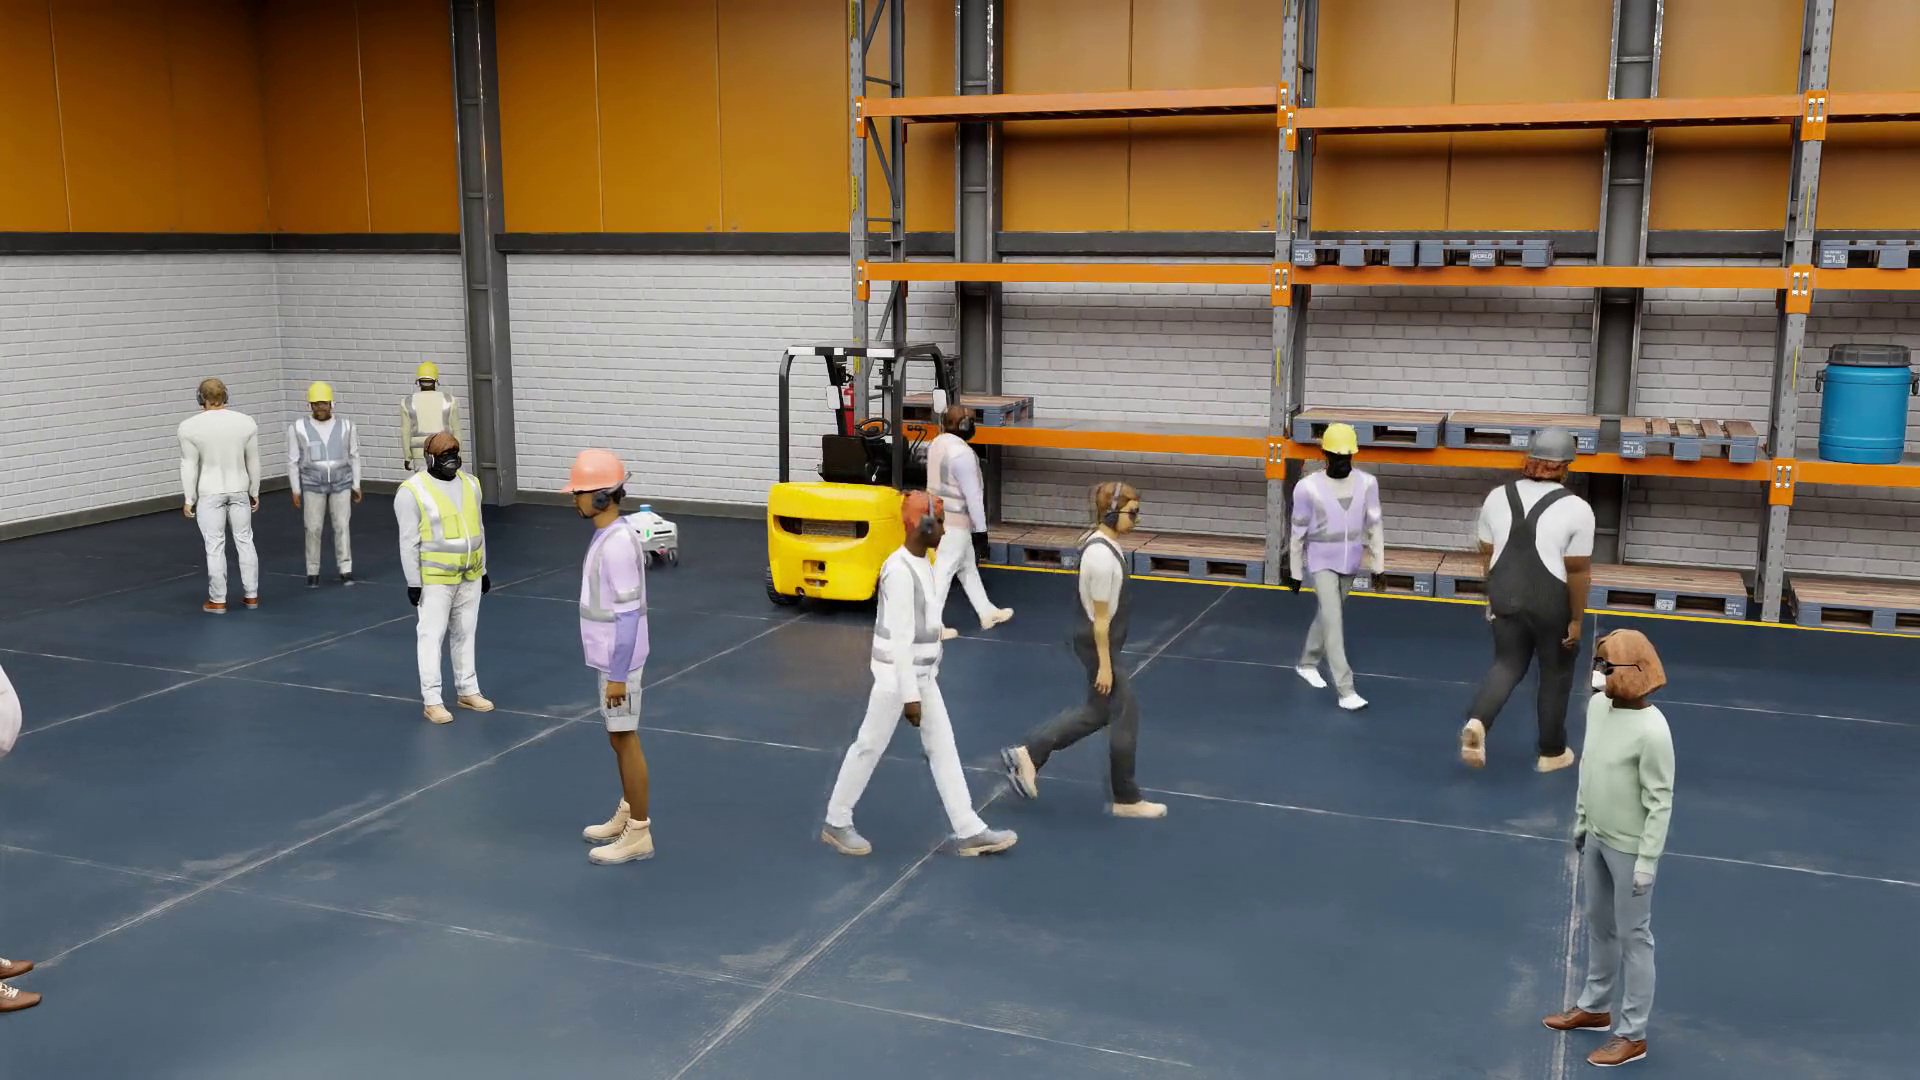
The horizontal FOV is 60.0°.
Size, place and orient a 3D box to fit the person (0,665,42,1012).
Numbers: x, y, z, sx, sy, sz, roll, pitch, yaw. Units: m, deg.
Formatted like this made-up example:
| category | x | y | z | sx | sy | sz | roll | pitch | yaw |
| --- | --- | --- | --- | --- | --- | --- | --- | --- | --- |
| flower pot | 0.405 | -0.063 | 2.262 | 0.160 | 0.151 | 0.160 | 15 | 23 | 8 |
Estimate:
| category | x | y | z | sx | sy | sz | roll | pitch | yaw |
| --- | --- | --- | --- | --- | --- | --- | --- | --- | --- |
| person | -3.936 | 0.918 | 6.595 | 0.409 | 1.904 | 0.640 | -6 | 12 | -31 |

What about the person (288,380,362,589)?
| category | x | y | z | sx | sy | sz | roll | pitch | yaw |
| --- | --- | --- | --- | --- | --- | --- | --- | --- | --- |
| person | -5.576 | -0.490 | 14.628 | 0.600 | 1.830 | 0.404 | -5 | 11 | -27 |

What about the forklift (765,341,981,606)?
| category | x | y | z | sx | sy | sz | roll | pitch | yaw |
| --- | --- | --- | --- | --- | --- | --- | --- | --- | --- |
| forklift | -0.739 | -0.602 | 14.246 | 1.214 | 2.155 | 2.313 | 4 | 11 | 21 |

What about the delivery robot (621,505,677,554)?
| category | x | y | z | sx | sy | sz | roll | pitch | yaw |
| --- | --- | --- | --- | --- | --- | --- | --- | --- | --- |
| delivery robot | -2.966 | -0.090 | 15.700 | 0.477 | 0.478 | 0.707 | -8 | 13 | -37 |

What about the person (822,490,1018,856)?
| category | x | y | z | sx | sy | sz | roll | pitch | yaw |
| --- | --- | --- | --- | --- | --- | --- | --- | --- | --- |
| person | -0.242 | 0.672 | 8.202 | 1.009 | 1.824 | 0.623 | 3 | 11 | 16 |

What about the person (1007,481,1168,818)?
| category | x | y | z | sx | sy | sz | roll | pitch | yaw |
| --- | --- | --- | --- | --- | --- | --- | --- | --- | --- |
| person | 0.677 | 0.579 | 8.753 | 0.794 | 1.816 | 0.511 | 1 | 10 | 4 |

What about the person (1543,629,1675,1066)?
| category | x | y | z | sx | sy | sz | roll | pitch | yaw |
| --- | --- | --- | --- | --- | --- | --- | --- | --- | --- |
| person | 2.432 | 1.128 | 6.166 | 0.285 | 1.633 | 0.501 | -1 | 10 | -8 |

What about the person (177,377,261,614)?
| category | x | y | z | sx | sy | sz | roll | pitch | yaw |
| --- | --- | --- | --- | --- | --- | --- | --- | --- | --- |
| person | -6.053 | -0.365 | 13.640 | 0.628 | 1.939 | 0.373 | -9 | 13 | -41 |

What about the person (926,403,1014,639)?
| category | x | y | z | sx | sy | sz | roll | pitch | yaw |
| --- | --- | --- | --- | --- | --- | --- | --- | --- | --- |
| person | 0.075 | -0.144 | 12.793 | 0.925 | 1.793 | 0.663 | -4 | 11 | -21 |

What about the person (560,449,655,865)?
| category | x | y | z | sx | sy | sz | roll | pitch | yaw |
| --- | --- | --- | --- | --- | --- | --- | --- | --- | --- |
| person | -1.725 | 0.568 | 8.153 | 0.392 | 2.039 | 0.614 | -3 | 11 | -15 |

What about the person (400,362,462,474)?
| category | x | y | z | sx | sy | sz | roll | pitch | yaw |
| --- | --- | --- | --- | --- | --- | --- | --- | --- | --- |
| person | -5.330 | -0.882 | 16.811 | 0.586 | 1.835 | 0.403 | -3 | 11 | -17 |

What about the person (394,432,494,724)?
| category | x | y | z | sx | sy | sz | roll | pitch | yaw |
| --- | --- | --- | --- | --- | --- | --- | --- | --- | --- |
| person | -3.259 | 0.228 | 10.605 | 0.429 | 1.843 | 0.633 | 7 | 12 | 34 |

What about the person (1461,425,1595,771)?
| category | x | y | z | sx | sy | sz | roll | pitch | yaw |
| --- | --- | --- | --- | --- | --- | --- | --- | --- | --- |
| person | 3.227 | 0.343 | 9.406 | 0.767 | 2.000 | 0.683 | -9 | 14 | -42 |

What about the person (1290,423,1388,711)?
| category | x | y | z | sx | sy | sz | roll | pitch | yaw |
| --- | --- | --- | --- | --- | --- | --- | --- | --- | --- |
| person | 2.486 | 0.148 | 11.012 | 0.589 | 1.862 | 1.041 | -3 | 11 | -18 |
